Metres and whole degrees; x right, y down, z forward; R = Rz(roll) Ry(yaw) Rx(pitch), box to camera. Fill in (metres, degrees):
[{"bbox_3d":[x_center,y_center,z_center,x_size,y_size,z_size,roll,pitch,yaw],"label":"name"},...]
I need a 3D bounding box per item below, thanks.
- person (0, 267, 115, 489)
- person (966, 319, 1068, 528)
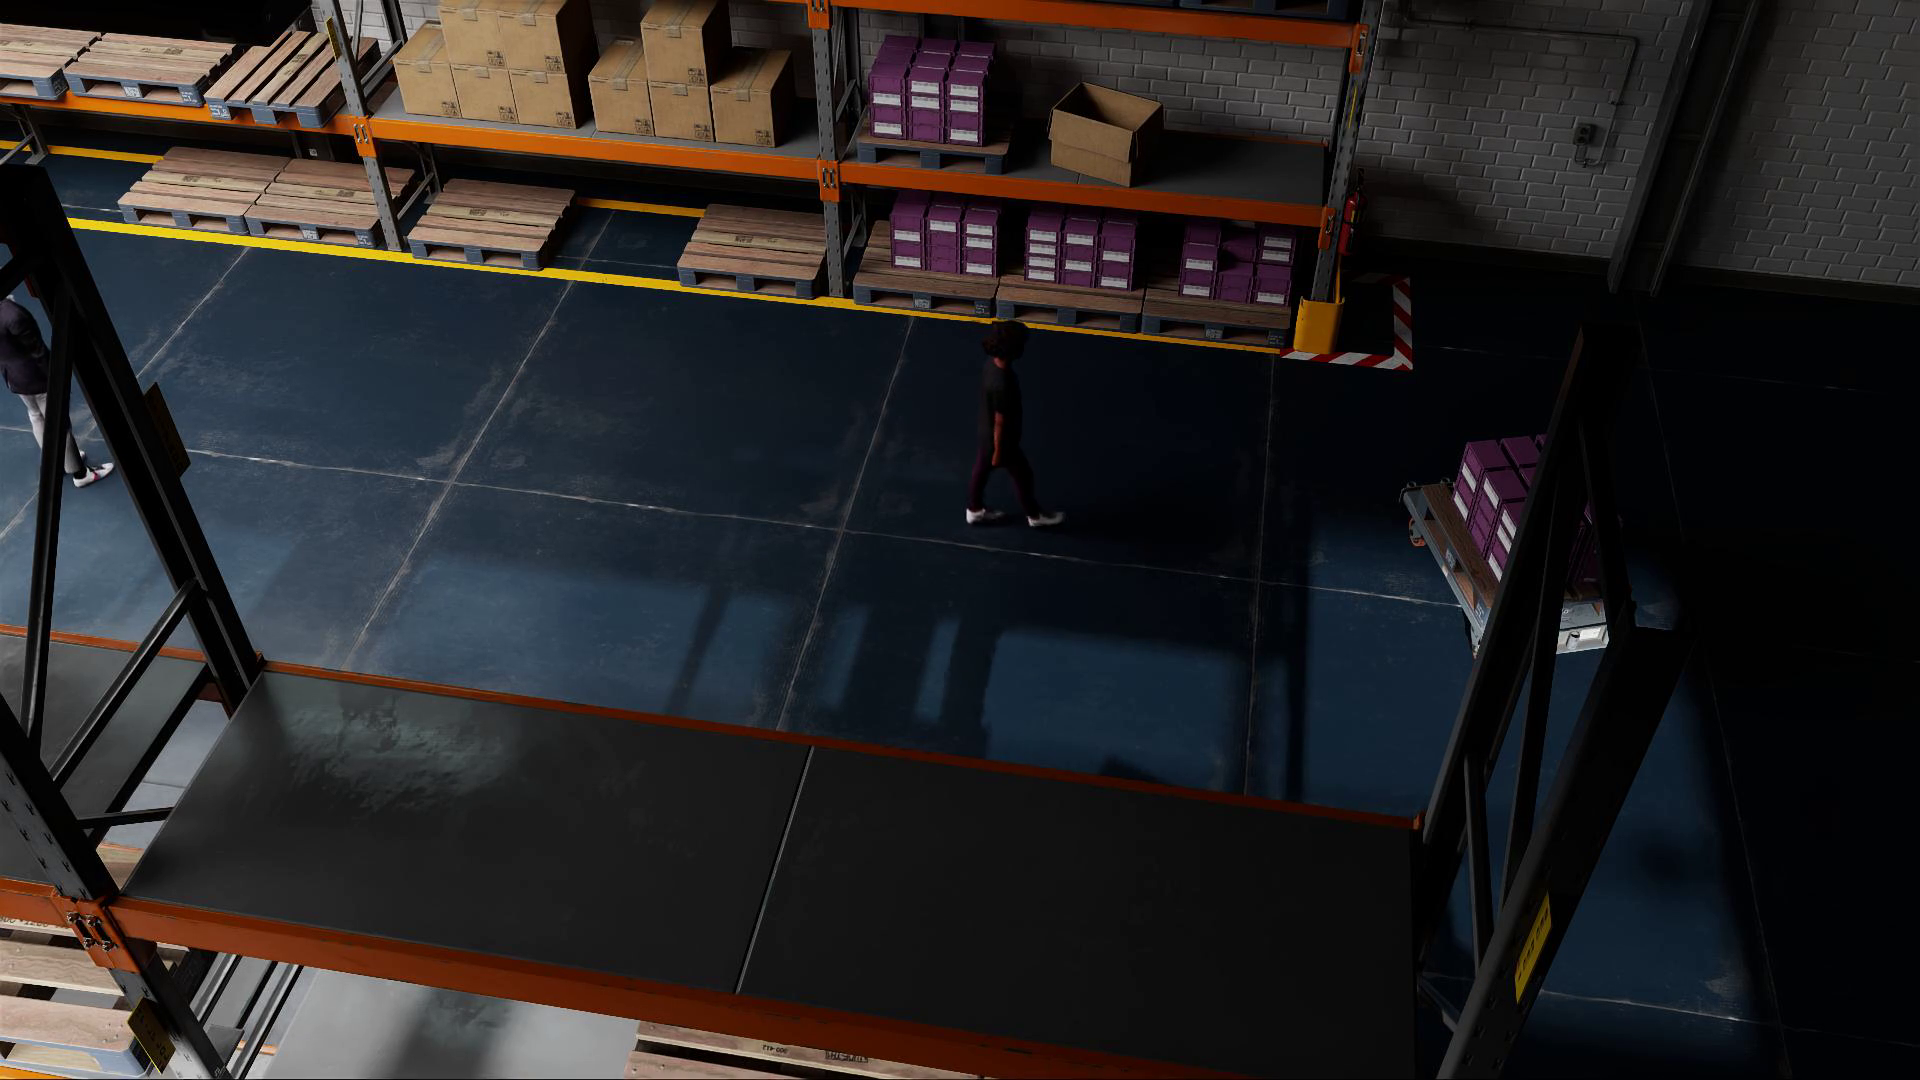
[{"bbox_3d":[-6.645,-1.217,11.863,0.670,1.954,0.841,22,48,22],"label":"person"},{"bbox_3d":[0.196,-0.757,11.524,1.037,1.755,0.845,-6,44,-7],"label":"person"}]
